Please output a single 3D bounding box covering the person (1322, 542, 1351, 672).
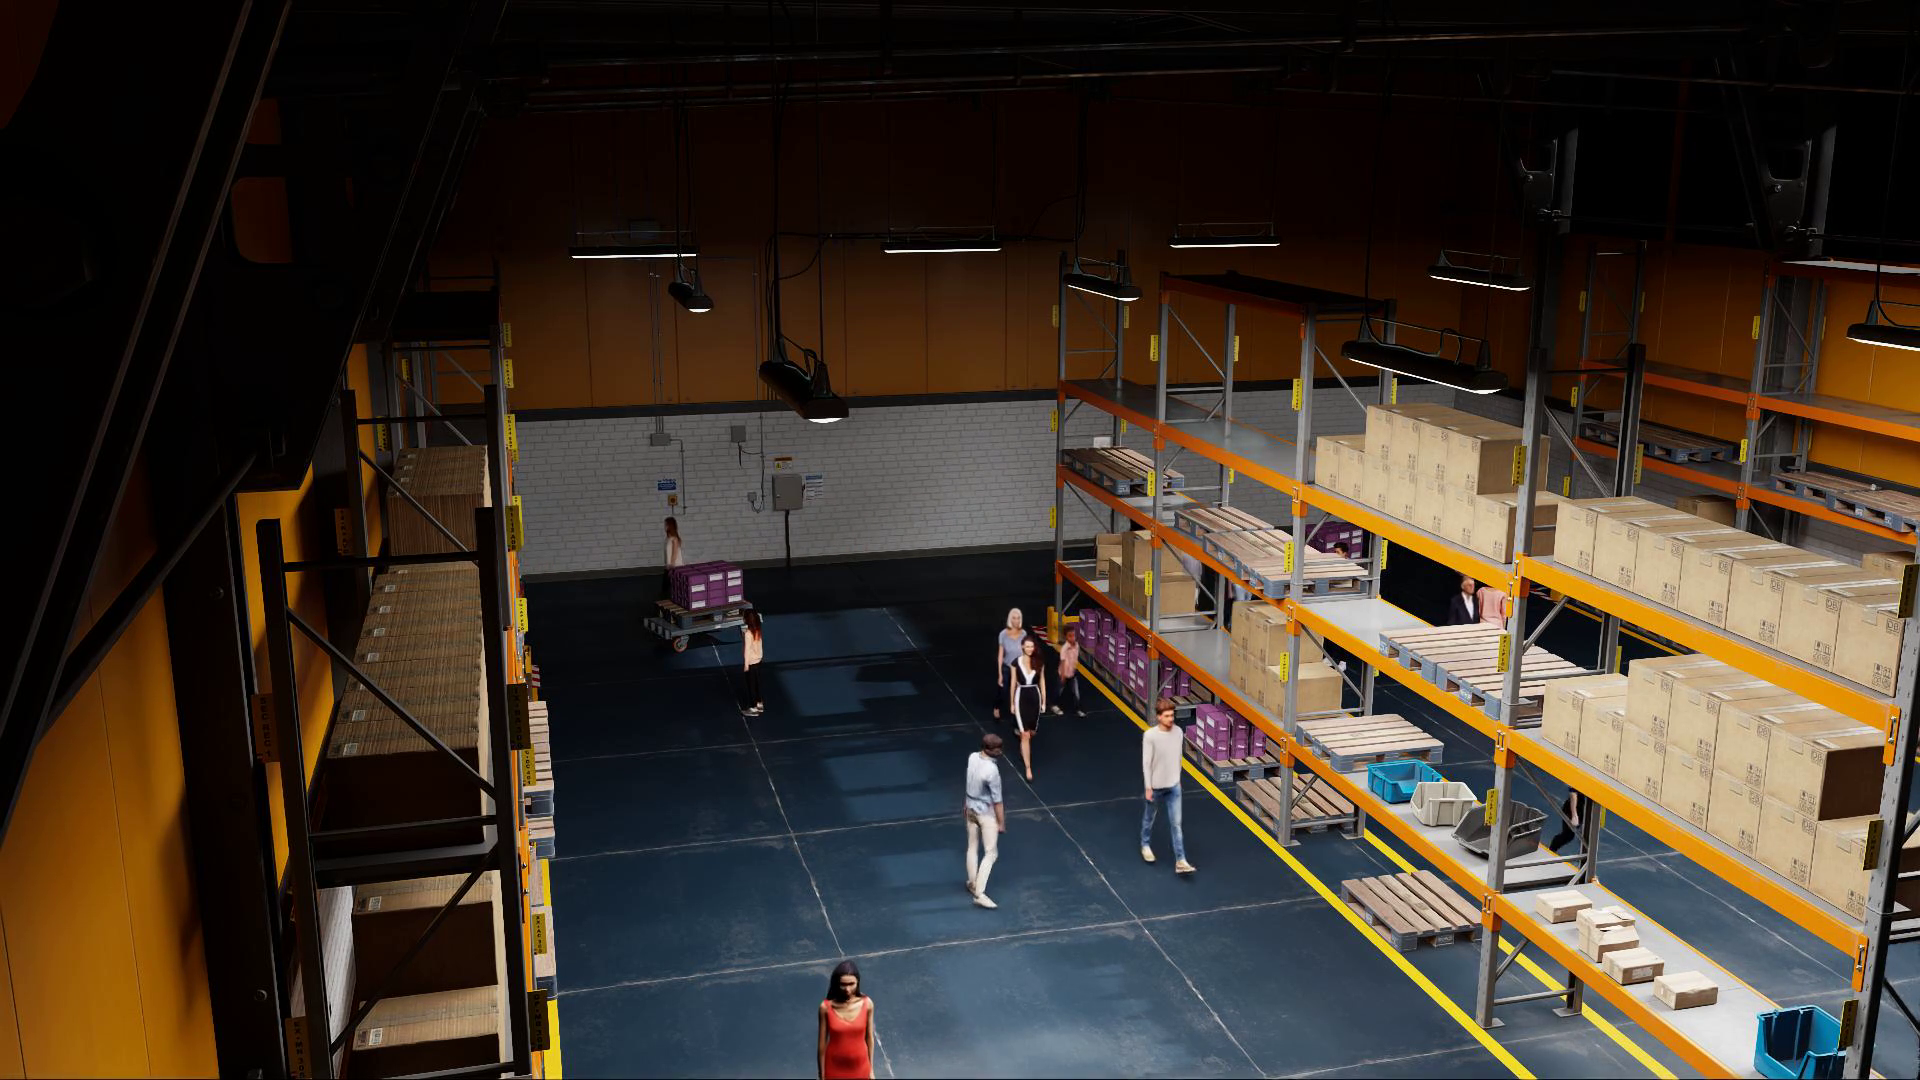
[{"bbox_3d":[5.544,0.954,24.376,0.723,1.930,0.840,13,19,43],"label":"person"}]

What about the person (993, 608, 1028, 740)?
[{"bbox_3d":[0.639,1.707,21.758,0.596,1.698,1.023,-4,14,-16],"label":"person"}]

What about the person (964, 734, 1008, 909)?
[{"bbox_3d":[0.180,2.794,17.024,0.717,1.815,0.979,11,18,39],"label":"person"}]

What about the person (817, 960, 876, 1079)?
[{"bbox_3d":[-0.850,3.949,12.458,0.590,1.718,0.535,-3,14,-13],"label":"person"}]

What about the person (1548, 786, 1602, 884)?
[{"bbox_3d":[6.442,2.815,17.383,0.674,1.604,1.121,-5,15,-20],"label":"person"}]

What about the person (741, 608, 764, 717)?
[{"bbox_3d":[-2.805,1.640,22.494,0.689,1.484,0.573,3,14,10],"label":"person"}]

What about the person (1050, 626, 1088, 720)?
[{"bbox_3d":[1.410,1.766,22.404,0.717,1.279,0.976,-11,17,-38],"label":"person"}]

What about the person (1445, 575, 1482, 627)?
[{"bbox_3d":[6.926,1.326,23.099,0.752,1.809,0.703,-6,15,-23],"label":"person"}]

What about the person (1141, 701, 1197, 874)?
[{"bbox_3d":[2.106,2.590,17.773,0.728,1.859,1.132,-5,14,-19],"label":"person"}]

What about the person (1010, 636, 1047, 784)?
[{"bbox_3d":[0.811,2.016,20.326,0.644,1.772,1.075,-2,14,-10],"label":"person"}]
